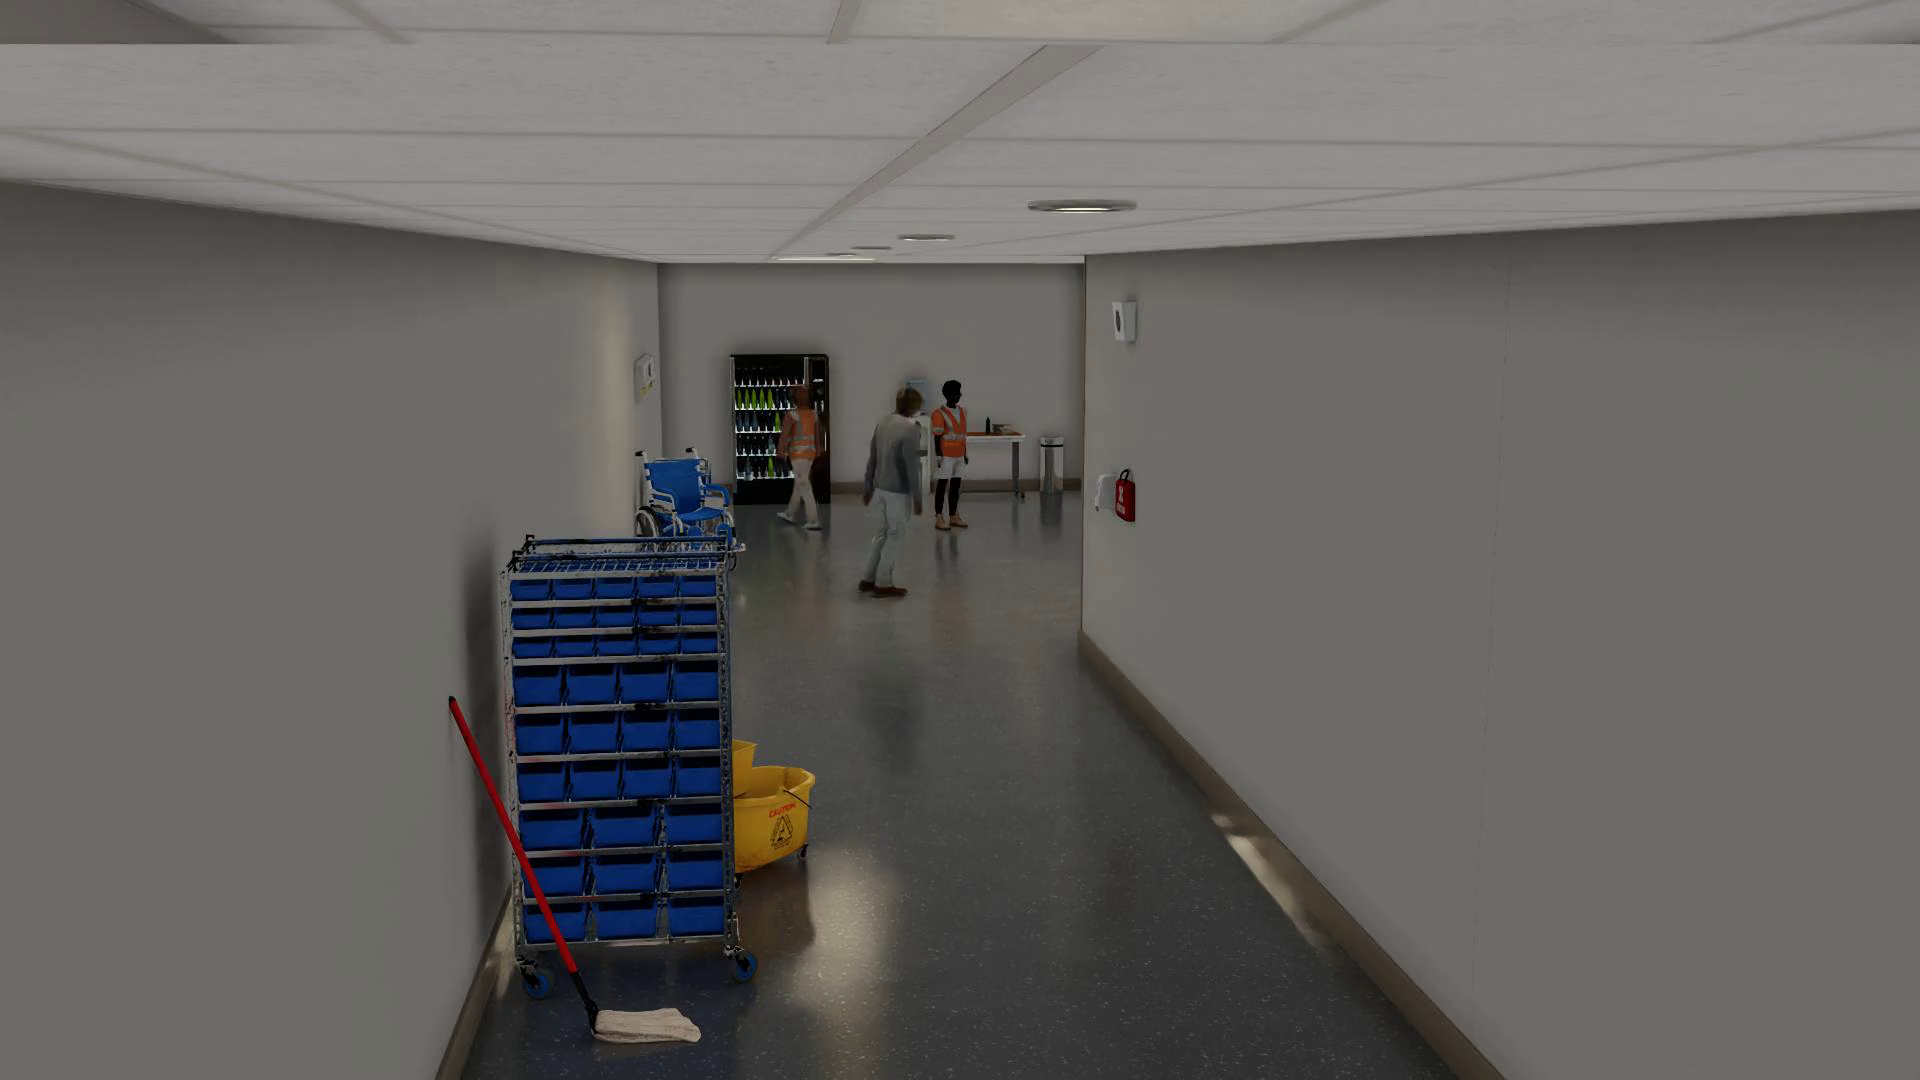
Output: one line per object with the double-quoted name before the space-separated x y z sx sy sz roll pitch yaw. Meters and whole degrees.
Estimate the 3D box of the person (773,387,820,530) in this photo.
"person" -1.879 -0.930 18.876 0.816 1.601 0.531 6 11 35

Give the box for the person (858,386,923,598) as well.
"person" -0.573 -0.421 14.794 0.479 1.896 0.656 -5 11 -31

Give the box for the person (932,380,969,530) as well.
"person" -0.099 -0.962 18.795 0.316 1.696 0.542 8 12 41
